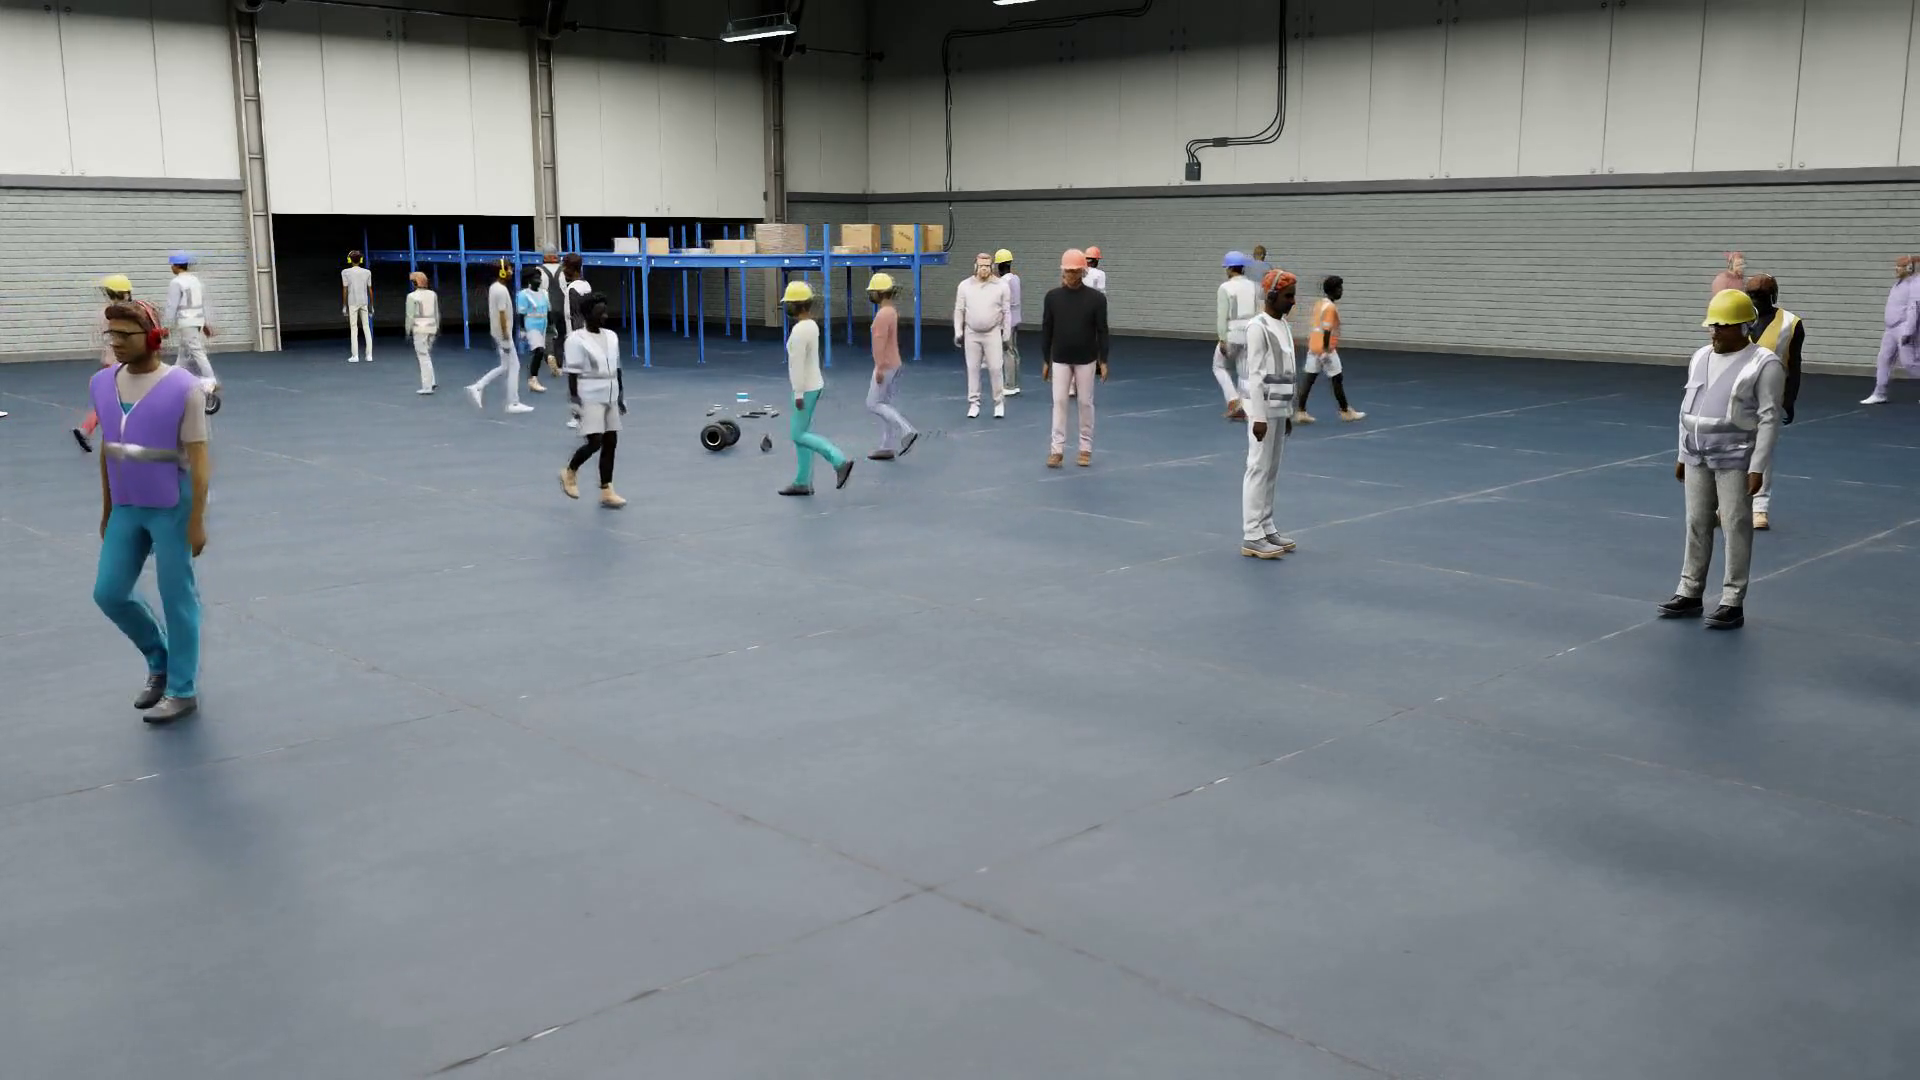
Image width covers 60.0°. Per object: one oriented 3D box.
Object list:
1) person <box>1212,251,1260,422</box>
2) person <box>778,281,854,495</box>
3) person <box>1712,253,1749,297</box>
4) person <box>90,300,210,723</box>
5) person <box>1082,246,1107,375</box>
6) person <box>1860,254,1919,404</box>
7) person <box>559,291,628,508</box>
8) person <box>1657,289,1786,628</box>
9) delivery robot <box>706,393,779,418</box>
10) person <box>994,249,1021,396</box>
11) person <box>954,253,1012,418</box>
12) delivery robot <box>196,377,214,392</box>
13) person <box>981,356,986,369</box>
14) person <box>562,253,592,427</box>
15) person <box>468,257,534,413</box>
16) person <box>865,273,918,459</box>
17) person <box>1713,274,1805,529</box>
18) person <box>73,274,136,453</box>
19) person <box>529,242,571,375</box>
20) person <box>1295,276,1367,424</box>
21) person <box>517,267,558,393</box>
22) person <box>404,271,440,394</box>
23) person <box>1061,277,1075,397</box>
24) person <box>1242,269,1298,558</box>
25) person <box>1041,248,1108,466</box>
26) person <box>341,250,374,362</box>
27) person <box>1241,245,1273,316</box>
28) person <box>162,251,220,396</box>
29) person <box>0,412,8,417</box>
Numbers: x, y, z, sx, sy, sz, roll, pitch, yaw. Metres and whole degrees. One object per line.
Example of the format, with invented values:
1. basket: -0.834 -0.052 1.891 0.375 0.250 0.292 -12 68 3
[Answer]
1. person: 3.142 -2.310 18.930 0.629 1.933 0.438 -6 12 -31
2. person: -1.188 -1.222 13.509 0.580 1.751 0.522 2 10 8
3. person: 9.874 -2.727 21.324 0.744 1.888 0.441 -6 12 -31
4. person: -3.513 -0.122 7.242 0.593 1.833 0.450 3 11 16
5. person: 2.008 -3.512 25.461 0.551 1.935 0.375 7 12 33
6. person: 11.909 -2.635 20.879 0.847 1.886 0.647 1 10 3
7. person: -2.857 -1.098 12.976 0.458 1.683 0.540 6 12 30
8. person: 4.142 -0.449 9.067 0.403 1.824 0.586 -5 12 -25
9. delivery robot: -2.170 -1.347 16.580 0.698 0.223 0.335 2 11 10
10. person: 0.608 -2.873 22.017 0.382 1.921 0.591 4 11 20
11. person: 0.269 -2.381 19.406 0.661 1.904 0.437 2 11 9
12. delivery robot: -9.255 -1.796 19.734 0.707 0.478 0.477 -10 14 -43
13. person: 0.435 -3.544 26.501 0.509 1.621 0.454 9 14 41
14. person: -4.213 -2.226 18.503 0.375 1.916 0.592 0 10 -3
15. person: -5.505 -2.436 19.837 0.672 1.849 0.530 -6 12 -28
16. person: -0.676 -1.624 15.655 0.446 1.753 0.538 1 10 8
17. person: 5.742 -1.006 12.077 0.621 1.837 0.429 6 12 28
18. person: -8.170 -1.696 16.072 0.526 1.740 0.752 10 14 43
19. person: -6.151 -3.477 25.105 0.689 2.000 0.850 -5 11 -25
20. person: 4.171 -2.121 18.609 0.837 1.648 0.611 -1 10 -6
21. person: -5.679 -2.819 22.380 0.475 1.676 0.541 4 11 22
22. person: -7.207 -2.763 22.203 0.431 1.623 0.537 5 12 26
23. person: 1.478 -2.665 21.710 0.527 1.614 0.590 1 10 3
24. person: 2.086 -0.834 11.037 0.401 1.885 0.582 6 12 28
25. person: 1.043 -1.680 15.323 0.622 1.991 0.395 3 11 15
26. person: -10.131 -3.934 27.981 0.516 1.865 0.312 -8 13 -37
27. person: 5.202 -4.166 29.041 0.628 1.935 0.373 9 14 40
28. person: -10.233 -2.838 21.891 0.994 1.893 0.657 1 10 3
29. person: -11.479 -2.387 19.411 0.651 1.907 0.409 8 13 38
